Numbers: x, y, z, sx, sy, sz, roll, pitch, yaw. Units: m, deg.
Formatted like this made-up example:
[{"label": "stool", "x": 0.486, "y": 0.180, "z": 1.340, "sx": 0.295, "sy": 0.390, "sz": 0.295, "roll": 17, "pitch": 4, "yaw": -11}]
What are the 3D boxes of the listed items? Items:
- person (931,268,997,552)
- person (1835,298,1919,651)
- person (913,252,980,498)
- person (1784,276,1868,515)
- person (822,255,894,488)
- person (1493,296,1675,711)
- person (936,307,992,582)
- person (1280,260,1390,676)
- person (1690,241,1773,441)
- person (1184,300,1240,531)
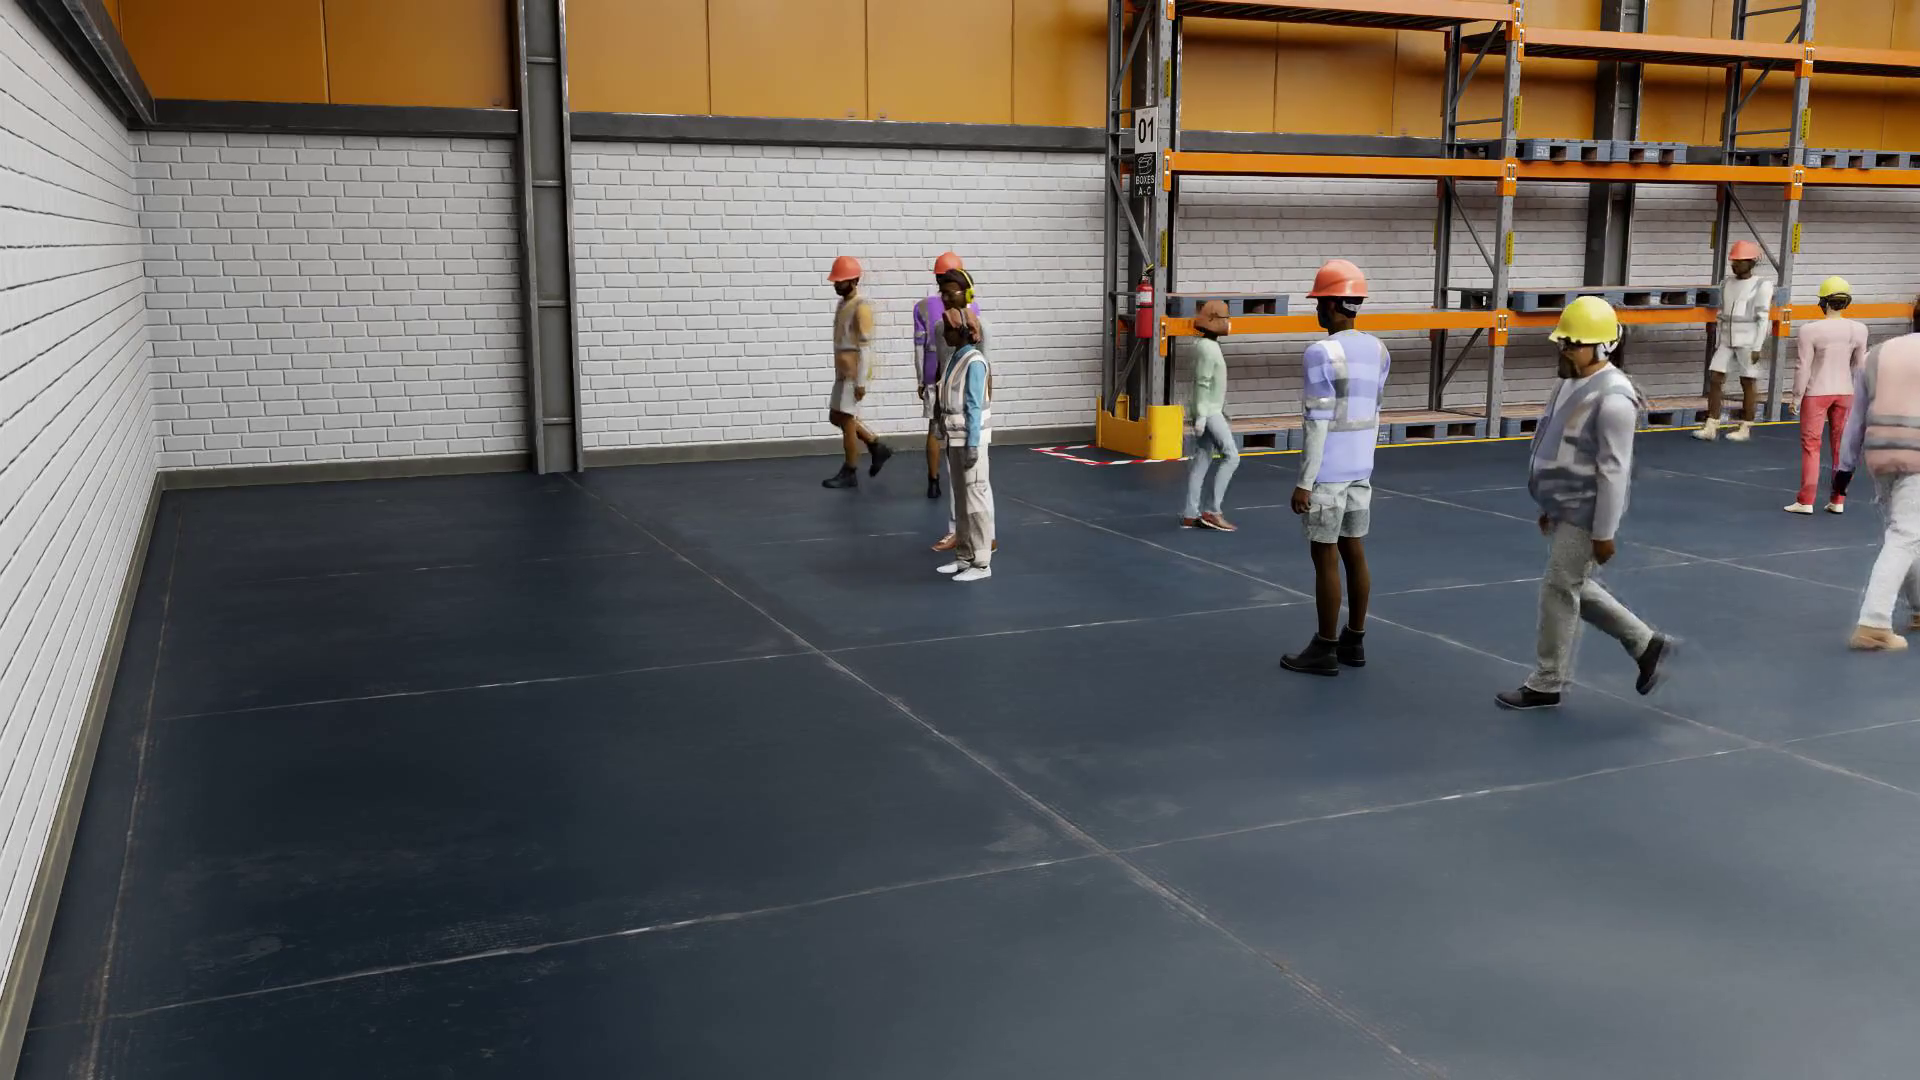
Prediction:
[{"label": "person", "x": 0.019, "y": -0.821, "z": 10.763, "sx": 0.514, "sy": 1.857, "sz": 0.353, "roll": 9, "pitch": 14, "yaw": 42}, {"label": "person", "x": 4.834, "y": -0.355, "z": 8.385, "sx": 0.995, "sy": 1.780, "sz": 0.692, "roll": -5, "pitch": 11, "yaw": -26}, {"label": "person", "x": -0.091, "y": -1.280, "z": 13.110, "sx": 0.547, "sy": 1.940, "sz": 0.409, "roll": 2, "pitch": 10, "yaw": 10}, {"label": "person", "x": 6.417, "y": -1.061, "z": 12.336, "sx": 0.529, "sy": 1.768, "sz": 0.312, "roll": -1, "pitch": 10, "yaw": -4}, {"label": "person", "x": -0.848, "y": -1.370, "z": 13.647, "sx": 0.568, "sy": 1.914, "sz": 0.577, "roll": -4, "pitch": 11, "yaw": -22}, {"label": "person", "x": 2.723, "y": -0.138, "z": 7.100, "sx": 0.716, "sy": 1.804, "sz": 0.606, "roll": 0, "pitch": 10, "yaw": 2}, {"label": "person", "x": 0.031, "y": -0.573, "z": 9.991, "sx": 0.313, "sy": 1.635, "sz": 0.515, "roll": -4, "pitch": 11, "yaw": -19}, {"label": "person", "x": 1.747, "y": -0.332, "z": 7.795, "sx": 0.545, "sy": 1.938, "sz": 0.359, "roll": -9, "pitch": 14, "yaw": -42}, {"label": "person", "x": 7.748, "y": -1.978, "z": 16.728, "sx": 0.824, "sy": 2.018, "sz": 0.637, "roll": -6, "pitch": 12, "yaw": -28}, {"label": "person", "x": 1.801, "y": -0.864, "z": 11.647, "sx": 0.494, "sy": 1.617, "sz": 0.506, "roll": 1, "pitch": 10, "yaw": 3}]
